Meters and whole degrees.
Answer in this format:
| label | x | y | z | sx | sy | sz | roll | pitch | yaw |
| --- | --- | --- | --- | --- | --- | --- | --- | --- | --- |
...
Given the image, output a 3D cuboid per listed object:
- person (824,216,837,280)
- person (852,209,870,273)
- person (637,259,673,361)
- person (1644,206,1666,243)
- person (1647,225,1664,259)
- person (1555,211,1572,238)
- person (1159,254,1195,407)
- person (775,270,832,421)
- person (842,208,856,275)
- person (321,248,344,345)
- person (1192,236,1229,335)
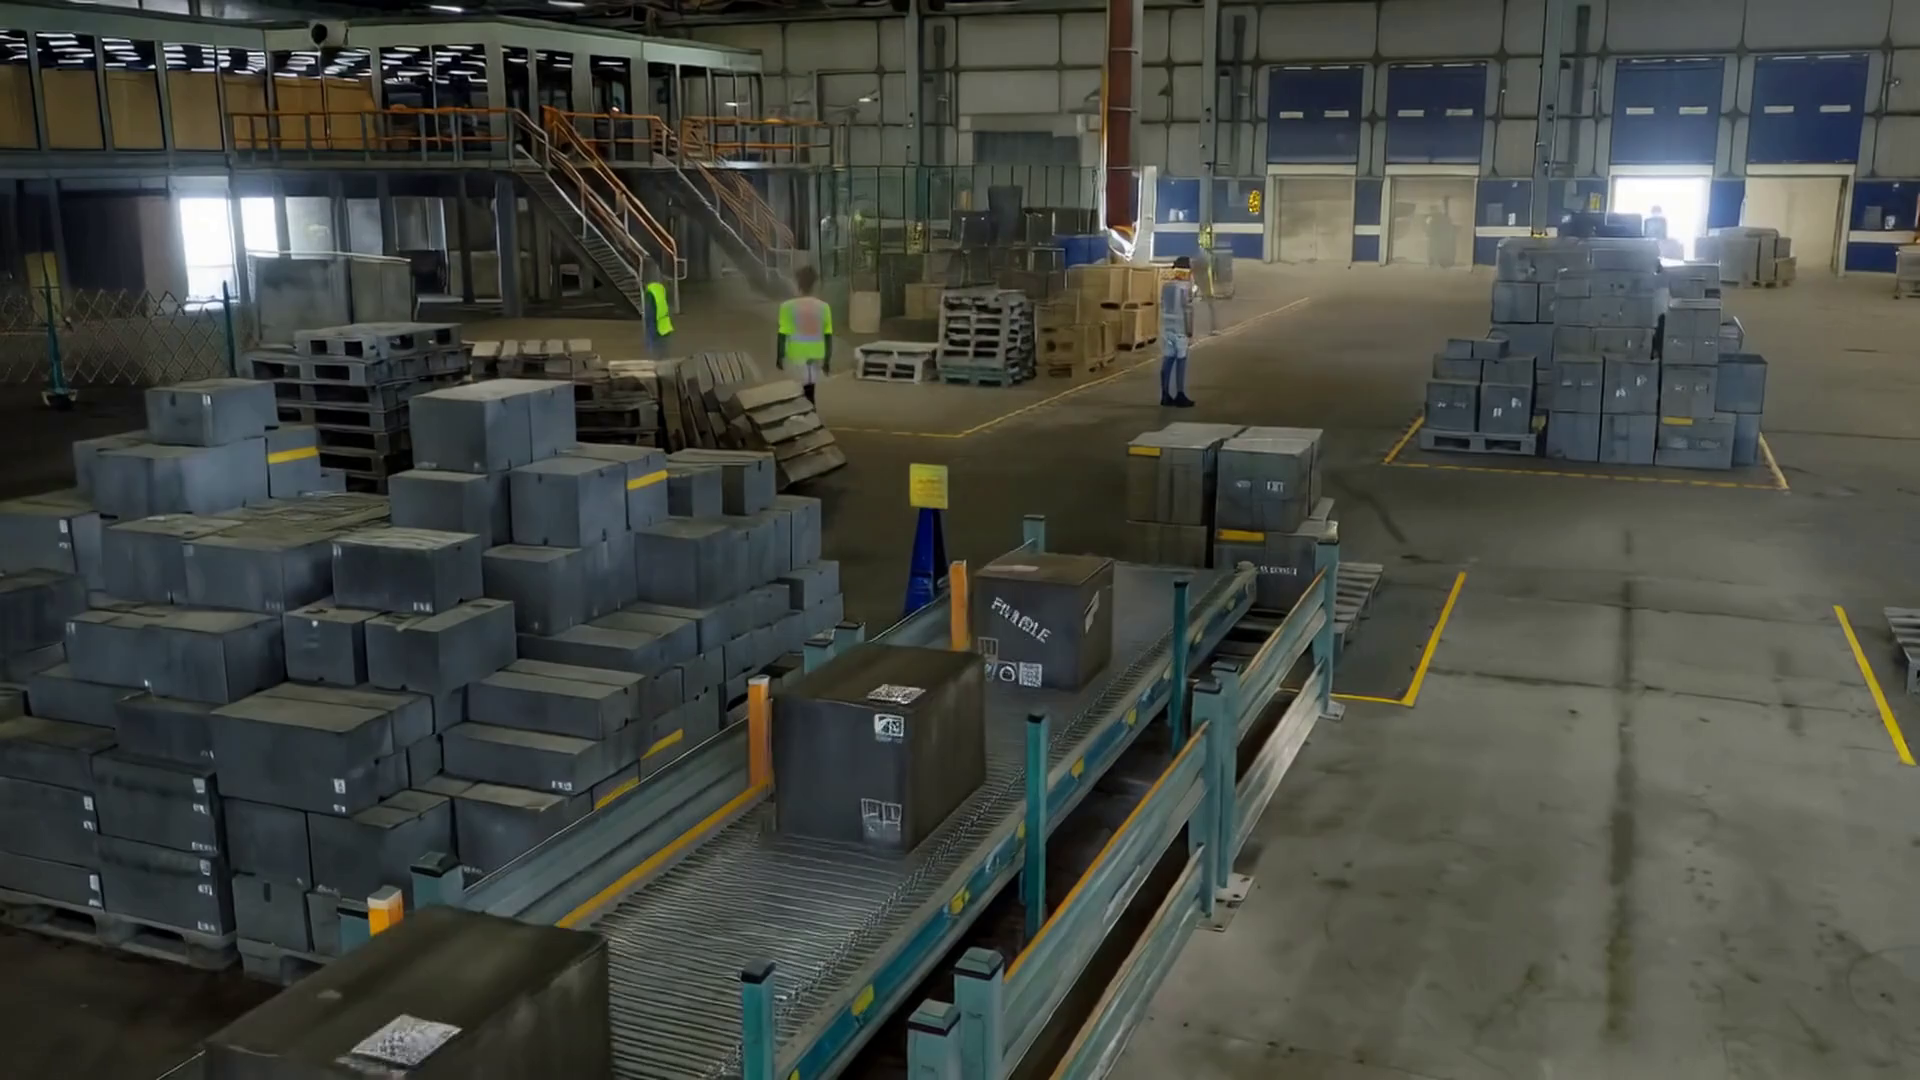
| label | x | y | z | sx | sy | sz | roll | pitch | yaw |
| --- | --- | --- | --- | --- | --- | --- | --- | --- | --- |
| person | -3.586 | -8.016 | 45.714 | 0.316 | 1.742 | 0.492 | -5 | 13 | -21 |
| person | -3.027 | -8.816 | 49.068 | 0.863 | 1.844 | 0.613 | 10 | 16 | 38 |
| person | -4.017 | -2.620 | 21.190 | 0.939 | 1.876 | 0.624 | 1 | 13 | 6 |
| person | 19.854 | -8.543 | 47.535 | 0.621 | 1.980 | 0.408 | 1 | 13 | 3 |
| person | 14.108 | -5.418 | 33.682 | 0.834 | 1.919 | 0.631 | 0 | 13 | 0 |
| person | 16.312 | -7.923 | 44.946 | 0.582 | 1.903 | 0.468 | -8 | 15 | -31 |
| person | 2.781 | -2.670 | 21.284 | 0.351 | 1.942 | 0.545 | -10 | 16 | -38 |
| person | -1.747 | -2.072 | 18.720 | 0.607 | 1.904 | 1.056 | -7 | 14 | -28 |
| person | -3.215 | -8.655 | 48.115 | 0.405 | 1.948 | 0.605 | 5 | 13 | 20 |
| person | -9.997 | -3.762 | 26.579 | 0.523 | 1.769 | 0.317 | 12 | 17 | 44 |
| person | 4.449 | -4.647 | 30.433 | 0.962 | 1.829 | 0.558 | -2 | 13 | -8 |
